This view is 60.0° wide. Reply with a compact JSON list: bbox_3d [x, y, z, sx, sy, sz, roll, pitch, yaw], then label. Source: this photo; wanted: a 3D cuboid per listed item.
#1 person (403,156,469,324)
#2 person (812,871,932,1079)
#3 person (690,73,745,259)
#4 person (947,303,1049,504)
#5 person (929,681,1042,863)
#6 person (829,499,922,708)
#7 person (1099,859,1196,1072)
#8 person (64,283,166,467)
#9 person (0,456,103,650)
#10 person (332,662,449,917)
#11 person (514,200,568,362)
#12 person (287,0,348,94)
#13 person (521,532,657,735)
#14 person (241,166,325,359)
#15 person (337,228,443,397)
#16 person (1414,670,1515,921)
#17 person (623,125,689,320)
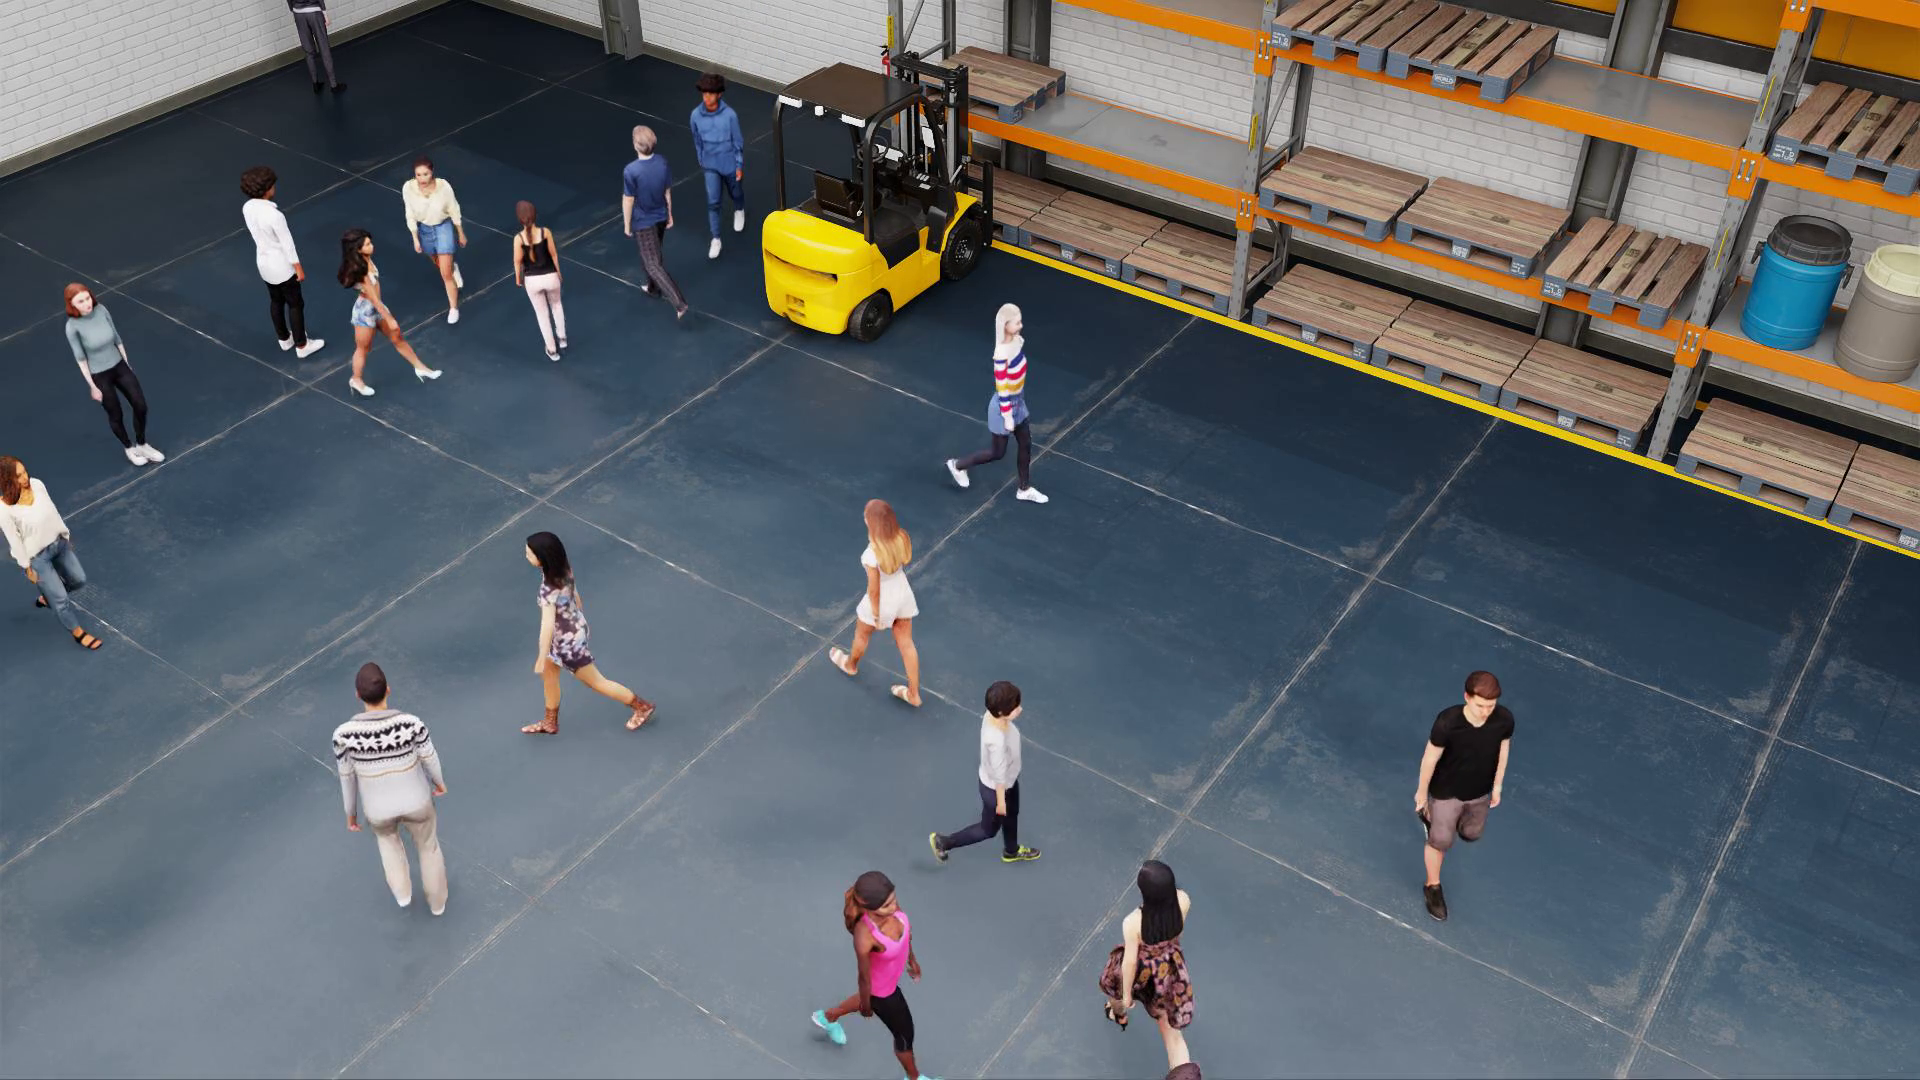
[{"bbox_3d":[-4.894,-2.890,15.594,1.102,1.609,1.102,-3,39,-4],"label":"person"},{"bbox_3d":[-0.485,2.337,8.977,1.138,1.699,0.738,13,41,16],"label":"person"},{"bbox_3d":[-2.357,-3.810,16.602,1.180,1.788,1.116,3,39,3],"label":"person"},{"bbox_3d":[0.290,-1.059,13.163,1.134,1.781,0.787,15,41,18],"label":"person"},{"bbox_3d":[0.160,1.465,10.200,1.008,1.535,0.865,1,39,1],"label":"person"},{"bbox_3d":[-0.426,0.469,11.351,0.682,1.655,1.054,-32,48,-33],"label":"person"},{"bbox_3d":[1.075,2.399,8.877,0.982,1.726,1.239,-16,41,-20],"label":"person"},{"bbox_3d":[-7.004,-1.357,13.578,0.623,1.729,0.612,21,43,24],"label":"person"},{"bbox_3d":[-6.583,0.079,11.827,0.845,1.669,0.740,12,40,15],"label":"person"},{"bbox_3d":[-3.325,1.586,9.812,0.853,1.830,0.887,-9,40,-11],"label":"person"},{"bbox_3d":[-3.731,-2.298,14.895,0.690,1.557,0.757,-16,41,-19],"label":"person"},{"bbox_3d":[-7.636,-6.130,19.514,0.581,1.779,0.716,5,39,6],"label":"person"},{"bbox_3d":[-2.517,0.671,11.065,1.195,1.695,1.116,-6,39,-7],"label":"person"},{"bbox_3d":[-6.141,-2.495,14.943,0.485,1.804,0.672,22,44,25],"label":"person"},{"bbox_3d":[-5.182,-1.922,14.403,1.070,1.582,0.987,-4,39,-5],"label":"person"},{"bbox_3d":[2.989,1.417,10.011,1.032,1.844,1.082,-5,39,-6],"label":"person"},{"bbox_3d":[-2.816,-2.913,15.440,1.177,1.837,0.796,31,48,33],"label":"person"}]
